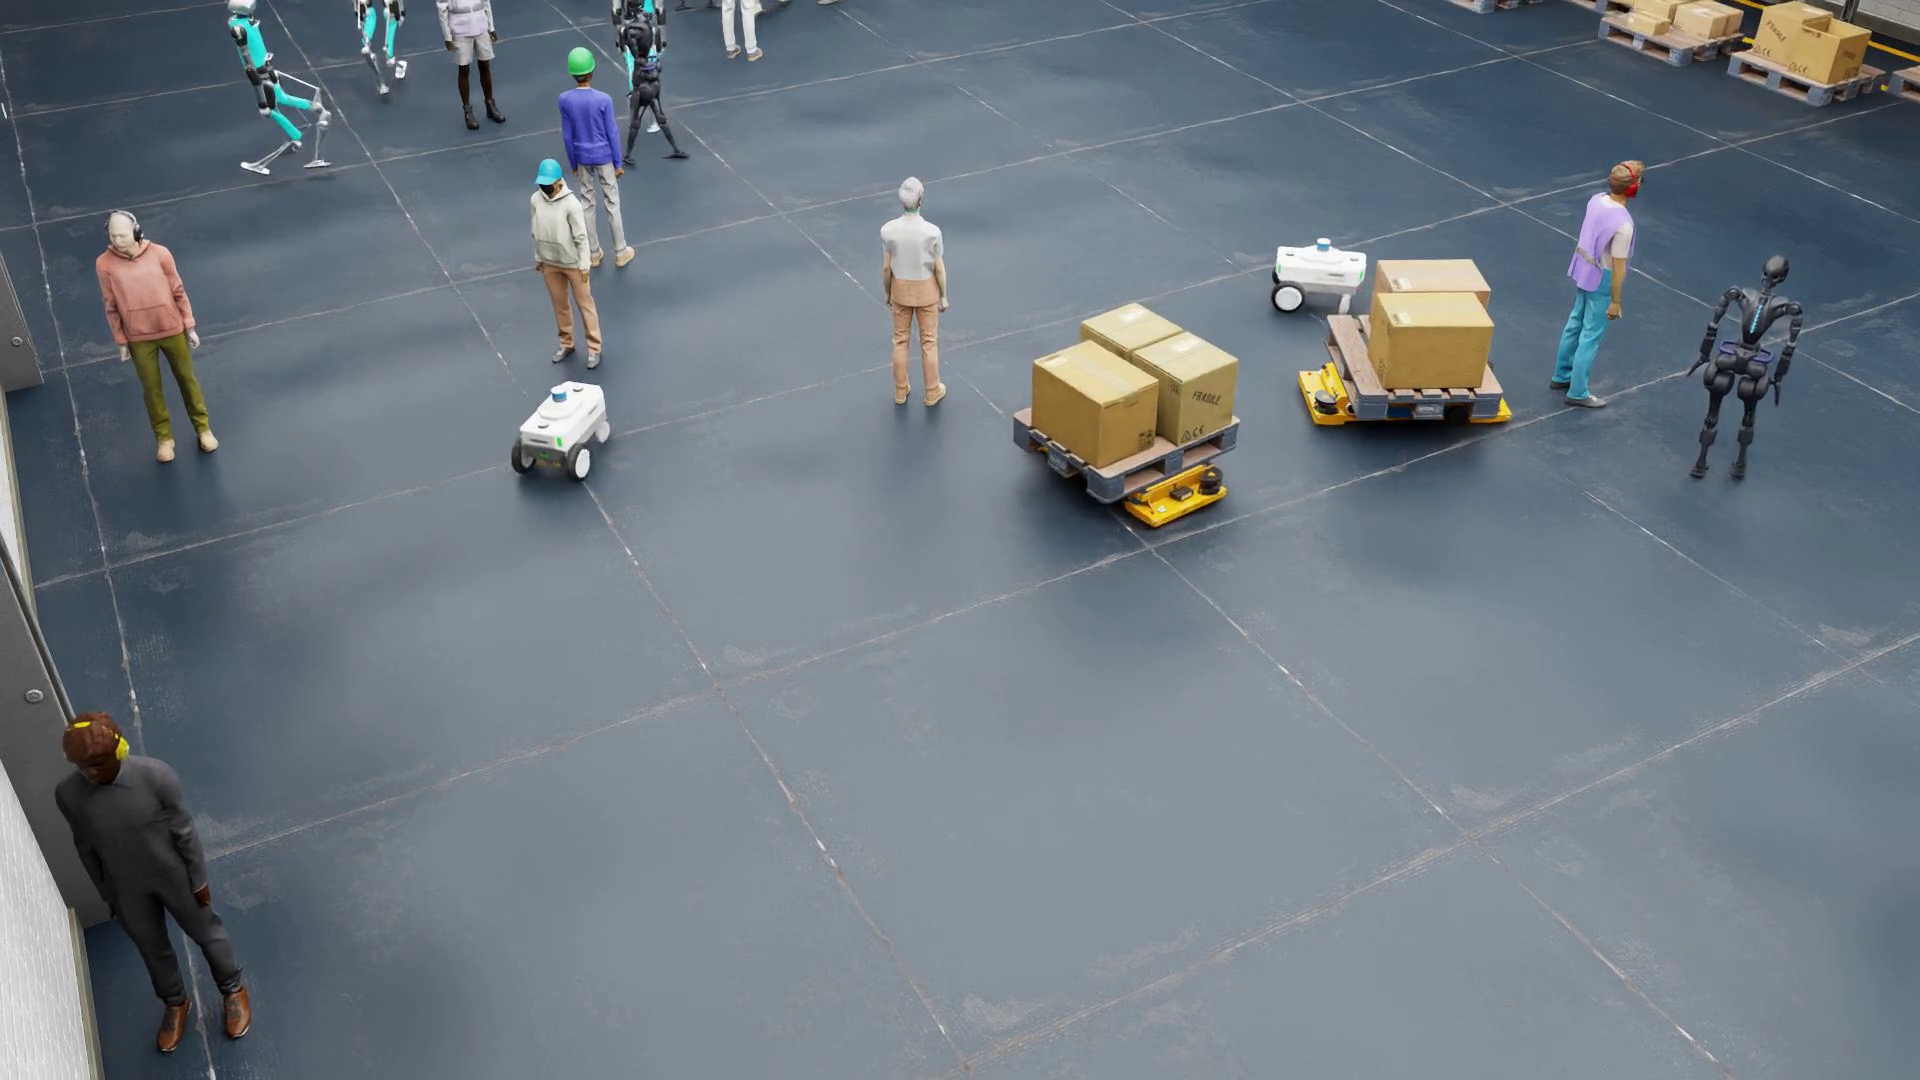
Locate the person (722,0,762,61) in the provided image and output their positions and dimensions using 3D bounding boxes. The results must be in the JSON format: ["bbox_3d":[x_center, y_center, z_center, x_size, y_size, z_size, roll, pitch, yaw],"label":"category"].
[{"bbox_3d":[-2.442,-6.193,18.158,0.573,1.880,0.361,10,36,14],"label":"person"}]

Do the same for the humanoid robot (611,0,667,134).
[{"bbox_3d":[-3.149,-4.846,16.337,0.545,1.765,0.712,-1,35,-2],"label":"humanoid robot"}]

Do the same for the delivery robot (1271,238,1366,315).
[{"bbox_3d":[2.897,-2.164,13.564,0.776,0.604,0.499,6,35,8],"label":"delivery robot"}]

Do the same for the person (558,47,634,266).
[{"bbox_3d":[-3.039,-3.172,13.848,0.461,1.876,0.341,1,35,2],"label":"person"}]

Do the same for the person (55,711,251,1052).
[{"bbox_3d":[-3.512,1.476,7.218,0.482,1.868,0.362,-7,36,-10],"label":"person"}]

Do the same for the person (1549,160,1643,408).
[{"bbox_3d":[4.583,-1.836,11.958,0.380,1.849,0.568,-4,35,-6],"label":"person"}]

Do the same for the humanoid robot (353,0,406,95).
[{"bbox_3d":[-6.024,-5.439,17.212,0.541,1.725,1.045,-5,35,-6],"label":"humanoid robot"}]

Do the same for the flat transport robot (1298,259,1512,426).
[{"bbox_3d":[3.277,-1.099,12.285,1.431,0.231,0.659,-1,35,-1],"label":"flat transport robot"}]

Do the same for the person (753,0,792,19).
[{"bbox_3d":[-2.293,-7.115,19.526,0.566,1.808,0.850,12,37,17],"label":"person"}]

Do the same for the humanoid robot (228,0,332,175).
[{"bbox_3d":[-6.256,-4.146,15.356,1.028,1.734,0.549,-5,35,-7],"label":"humanoid robot"}]

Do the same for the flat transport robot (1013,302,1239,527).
[{"bbox_3d":[1.120,-0.576,11.538,0.659,0.231,1.431,-23,41,-29],"label":"flat transport robot"}]

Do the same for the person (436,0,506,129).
[{"bbox_3d":[-4.861,-5.066,16.495,0.552,1.935,0.361,-24,42,-30],"label":"person"}]

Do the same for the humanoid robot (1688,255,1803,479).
[{"bbox_3d":[5.217,-1.153,11.132,0.593,1.655,0.344,19,39,25],"label":"humanoid robot"}]

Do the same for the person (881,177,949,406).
[{"bbox_3d":[-0.319,-1.776,11.961,0.473,1.749,0.320,6,35,9],"label":"person"}]

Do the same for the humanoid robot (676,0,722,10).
[{"bbox_3d":[-3.104,-7.071,19.604,0.686,1.631,0.616,-8,36,-11],"label":"humanoid robot"}]

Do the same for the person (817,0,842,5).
[{"bbox_3d":[-1.573,-7.383,19.801,0.430,1.940,0.553,-5,35,-8],"label":"person"}]

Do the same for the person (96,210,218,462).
[{"bbox_3d":[-5.498,-1.415,11.371,0.518,1.835,0.366,-16,38,-21],"label":"person"}]

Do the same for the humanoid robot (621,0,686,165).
[{"bbox_3d":[-3.037,-4.381,15.768,0.698,1.626,0.589,0,35,0],"label":"humanoid robot"}]

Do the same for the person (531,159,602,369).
[{"bbox_3d":[-2.973,-2.059,12.437,0.469,1.670,0.383,12,37,16],"label":"person"}]

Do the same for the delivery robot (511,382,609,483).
[{"bbox_3d":[-2.767,-0.766,11.575,0.499,0.612,0.796,9,36,13],"label":"delivery robot"}]
